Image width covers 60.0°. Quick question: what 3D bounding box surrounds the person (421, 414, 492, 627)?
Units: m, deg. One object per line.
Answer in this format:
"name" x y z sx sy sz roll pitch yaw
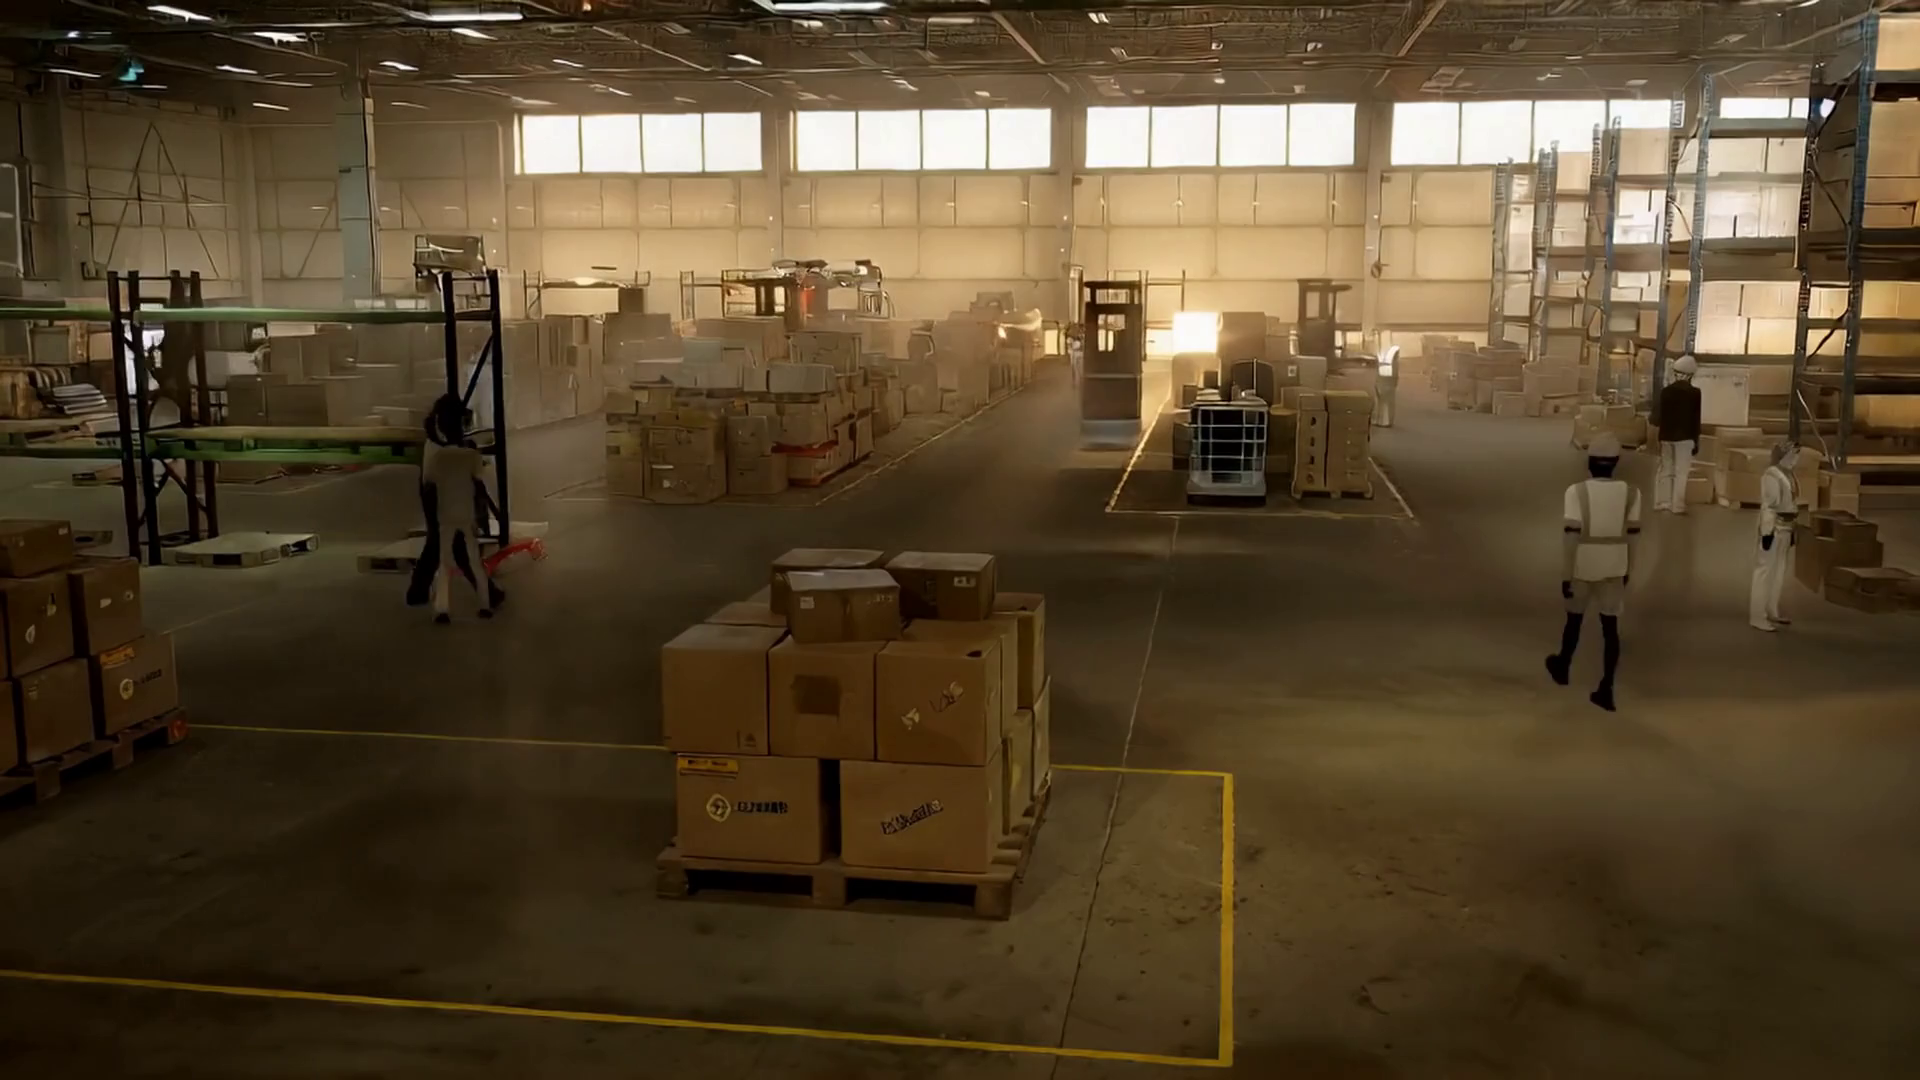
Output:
"person" -4.287 -0.174 14.235 0.587 1.826 0.514 -6 11 -31

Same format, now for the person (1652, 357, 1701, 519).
"person" 8.845 -1.256 20.439 0.408 1.984 0.611 -4 10 -23

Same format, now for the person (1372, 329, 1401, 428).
"person" 8.261 -3.121 32.160 0.397 1.911 0.587 -5 11 -29

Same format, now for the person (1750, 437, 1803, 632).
"person" 6.921 -0.049 14.068 0.524 1.640 0.338 -8 12 -40

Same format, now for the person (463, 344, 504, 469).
"person" -7.311 -2.071 25.646 0.638 1.924 0.743 2 9 12

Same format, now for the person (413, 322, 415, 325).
"person" -12.835 -4.340 39.592 0.629 1.936 0.373 -2 9 -13

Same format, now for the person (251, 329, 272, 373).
"person" -13.381 -3.097 31.977 0.376 1.918 0.584 0 9 -3

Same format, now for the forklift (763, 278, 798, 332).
"forklift" -4.760 -5.575 44.295 1.873 2.768 1.129 8 12 42

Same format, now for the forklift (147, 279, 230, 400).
"forklift" -18.331 -4.753 39.231 1.873 2.768 1.129 -5 11 -30

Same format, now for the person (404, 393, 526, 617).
"person" -4.395 -0.323 14.490 1.040 2.000 0.691 -3 10 -17

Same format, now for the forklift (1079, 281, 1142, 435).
"forklift" 2.827 -3.417 30.991 1.129 2.768 1.873 1 9 8

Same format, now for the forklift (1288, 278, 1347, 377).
"forklift" 9.972 -6.037 47.146 1.129 2.768 1.873 -4 10 -25

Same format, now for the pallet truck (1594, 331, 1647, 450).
"pallet truck" 11.253 -2.573 28.499 0.823 1.965 1.885 5 10 27

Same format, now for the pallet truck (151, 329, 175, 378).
"pallet truck" -21.869 -5.598 47.154 0.823 1.965 1.885 4 10 26

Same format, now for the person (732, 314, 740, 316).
"person" -6.135 -5.165 44.859 1.026 1.887 0.542 -2 9 -12

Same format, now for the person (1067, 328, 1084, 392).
"person" 2.941 -4.555 41.966 0.534 1.594 0.869 -1 9 -5

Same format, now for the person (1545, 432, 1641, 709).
"person" 4.492 0.180 11.817 0.568 1.893 0.922 0 9 2
